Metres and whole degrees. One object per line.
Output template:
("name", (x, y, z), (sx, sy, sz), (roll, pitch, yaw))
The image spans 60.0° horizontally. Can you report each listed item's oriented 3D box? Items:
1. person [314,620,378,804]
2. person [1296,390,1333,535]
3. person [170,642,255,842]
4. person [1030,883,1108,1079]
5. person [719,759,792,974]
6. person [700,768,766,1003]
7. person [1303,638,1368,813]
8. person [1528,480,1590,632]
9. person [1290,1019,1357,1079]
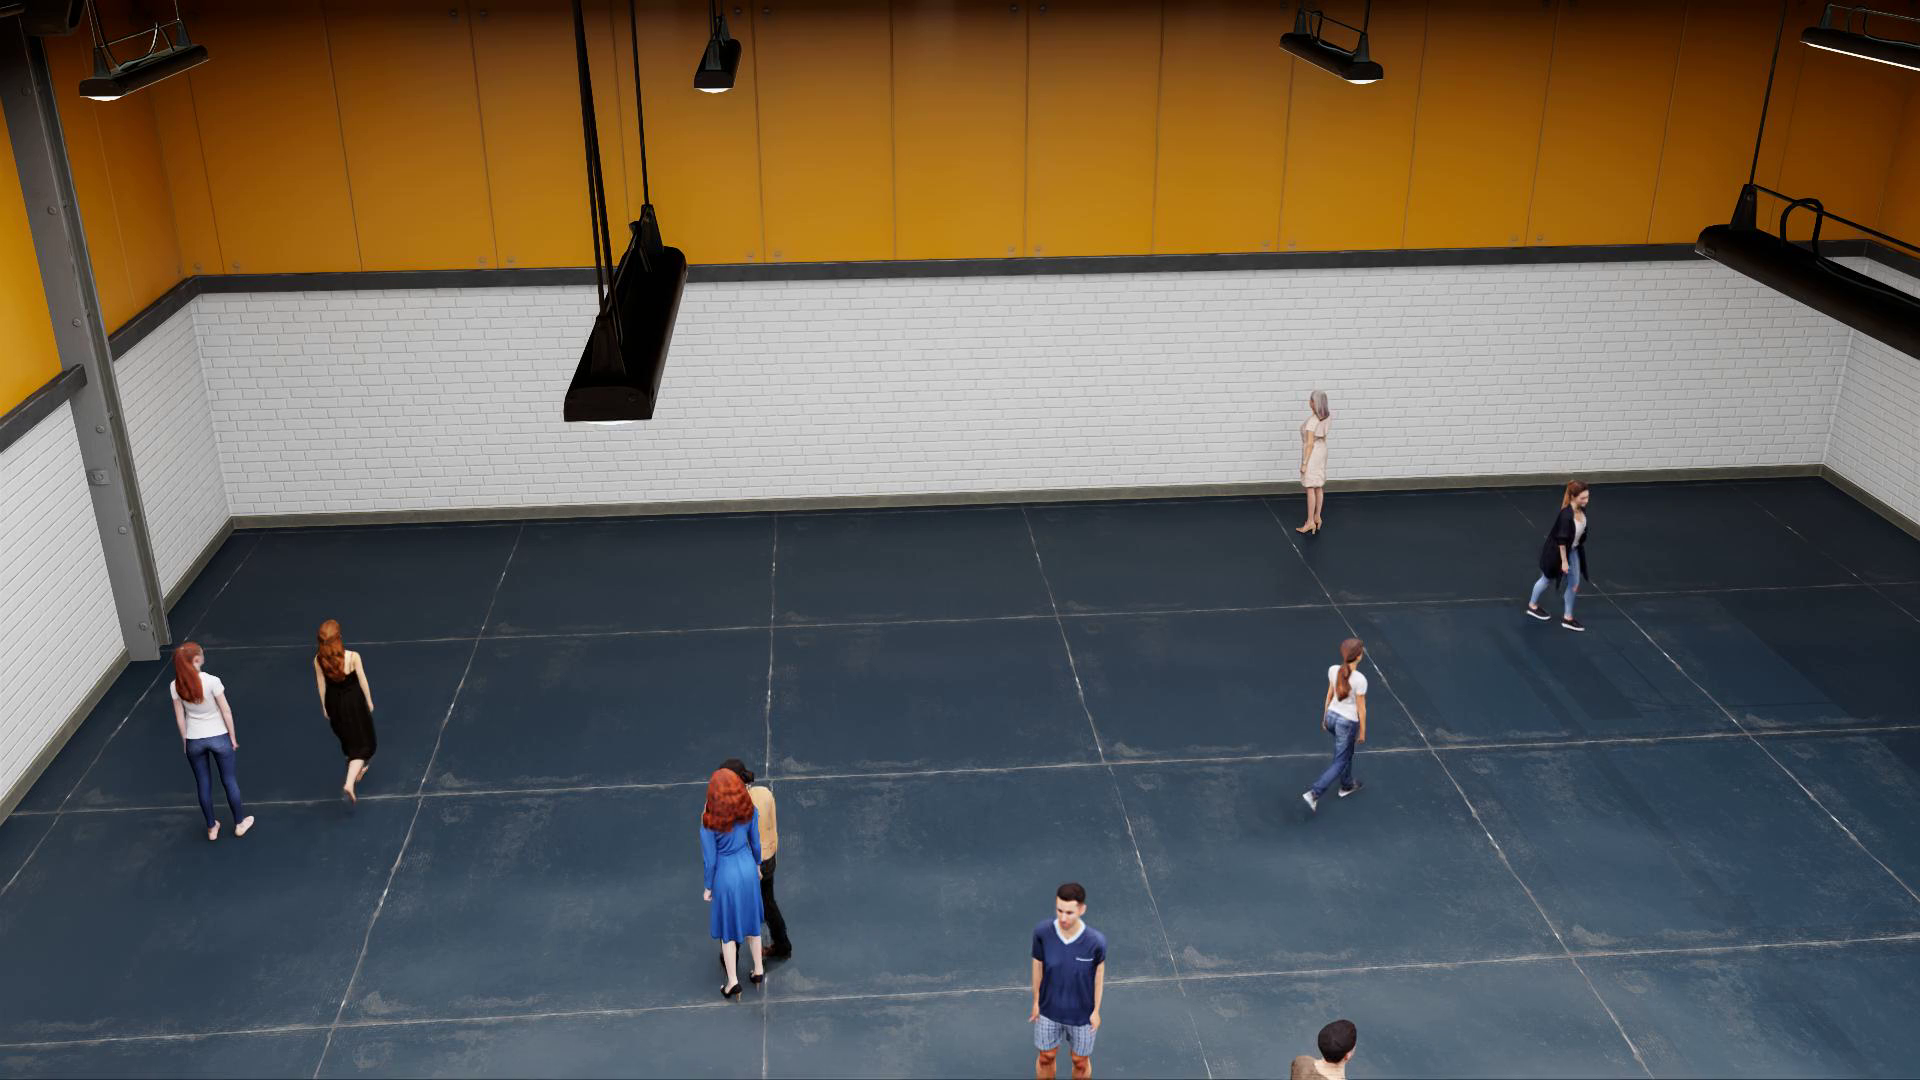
("person", (-5.215, 1.457, 14.072), (0.622, 1.608, 0.957), (0, 24, 1))
("person", (4.121, -0.911, 19.330), (0.747, 1.735, 0.691), (20, 30, 38))
("person", (-6.110, 1.632, 13.507), (0.574, 1.738, 0.533), (-4, 24, -10))
("person", (0.670, 2.915, 10.435), (0.688, 1.849, 0.677), (6, 24, 14))
("person", (-1.536, 2.337, 11.890), (0.829, 1.742, 0.853), (-11, 26, -23))
("person", (-1.582, 2.411, 11.616), (0.716, 1.827, 0.736), (-16, 28, -32))
("person", (3.168, 1.558, 13.922), (0.942, 1.543, 1.027), (-16, 28, -32))
("person", (6.126, 0.122, 17.095), (1.021, 1.632, 0.917), (21, 31, 39))
("person", (1.905, 3.467, 9.173), (1.192, 1.848, 1.172), (-22, 32, -40))
